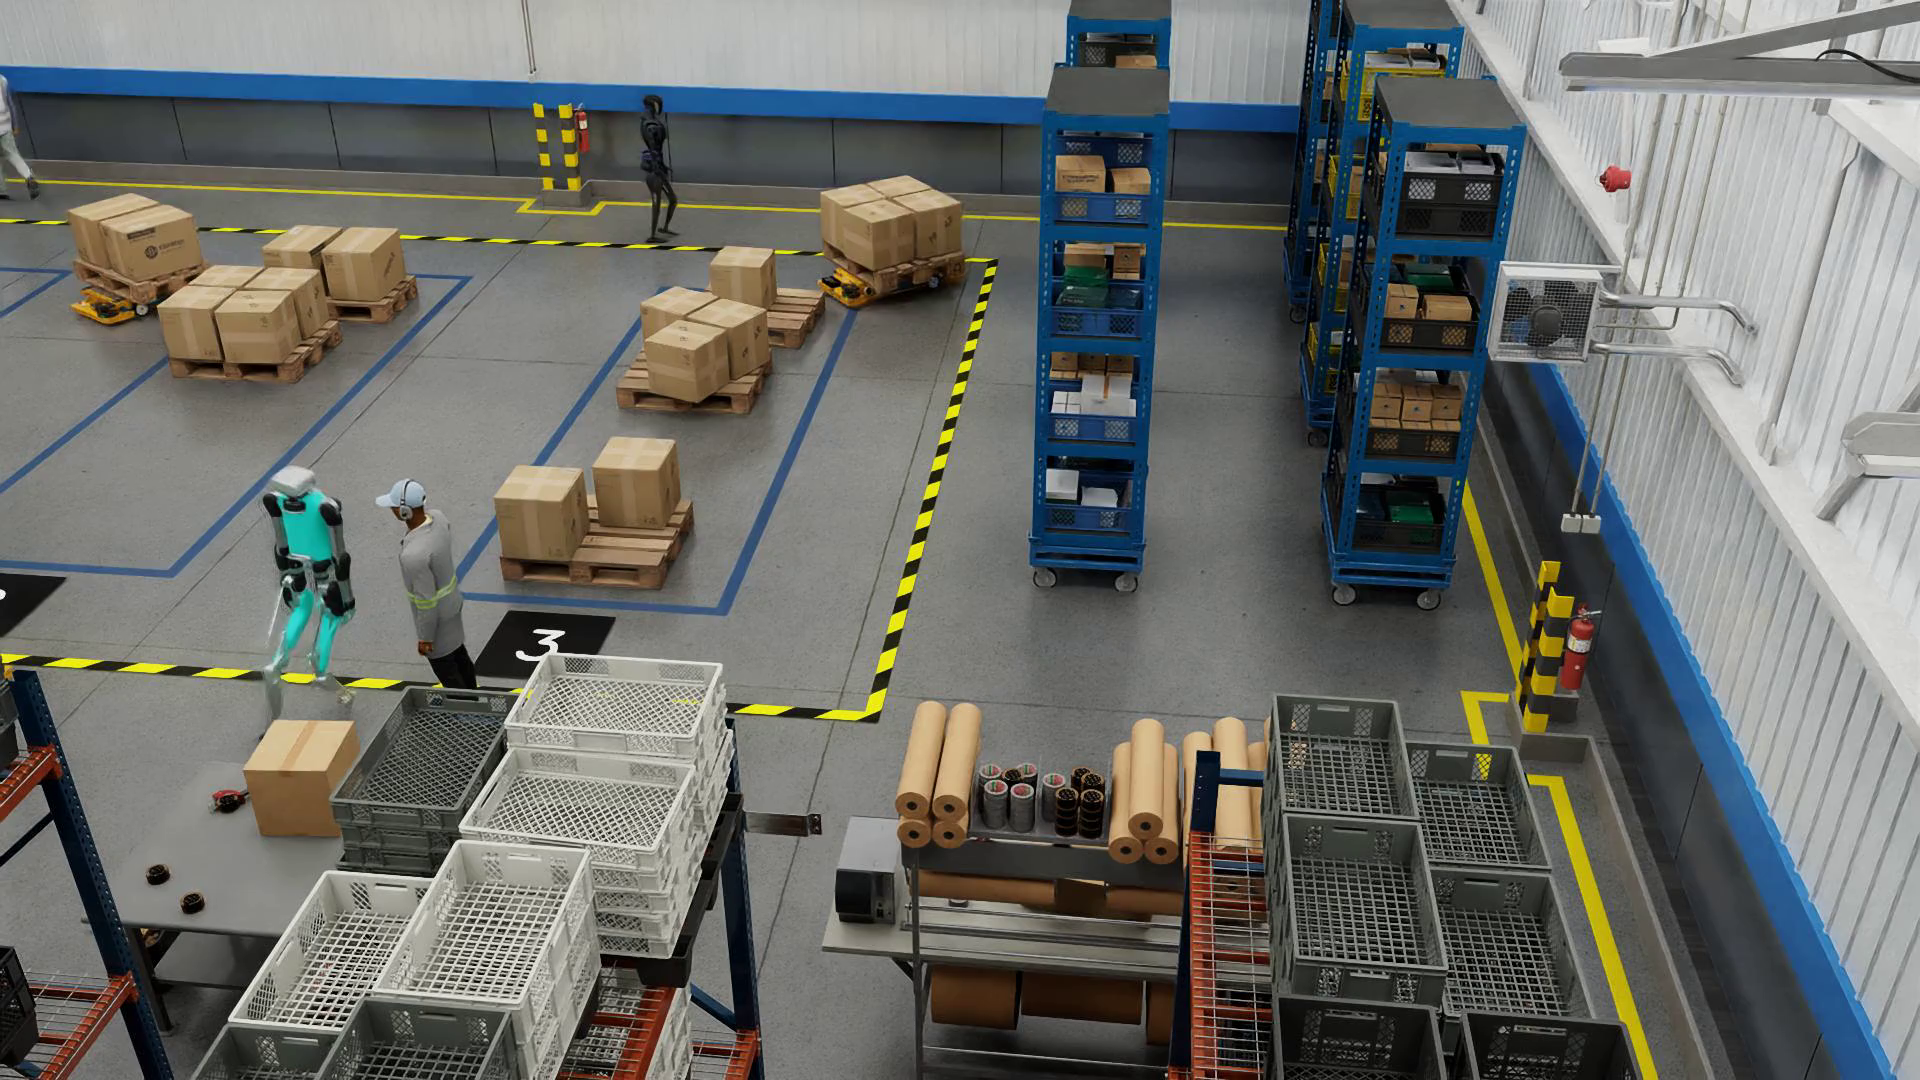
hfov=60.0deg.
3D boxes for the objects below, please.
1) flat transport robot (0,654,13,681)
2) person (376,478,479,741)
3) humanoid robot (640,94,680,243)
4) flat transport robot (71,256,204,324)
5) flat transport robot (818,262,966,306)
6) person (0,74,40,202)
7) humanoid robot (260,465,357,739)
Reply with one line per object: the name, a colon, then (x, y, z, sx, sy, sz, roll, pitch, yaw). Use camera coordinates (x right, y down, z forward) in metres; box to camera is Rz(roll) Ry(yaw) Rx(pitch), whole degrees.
flat transport robot: (-7.142, 0.969, 11.010, 1.431, 0.231, 0.659, 3, 30, 6)
person: (-3.291, 0.446, 10.333, 0.398, 1.851, 0.593, -1, 30, -1)
humanoid robot: (-3.342, -4.075, 18.274, 0.376, 1.643, 0.610, -2, 30, -3)
flat transport robot: (-8.293, -2.590, 17.094, 0.652, 0.197, 1.431, 21, 36, 31)
flat transport robot: (-0.710, -2.779, 17.420, 1.431, 0.197, 0.652, -18, 35, -28)
person: (-11.258, -4.814, 19.399, 0.659, 1.816, 0.601, 18, 35, 28)
humanoid robot: (-4.194, 0.493, 10.389, 0.544, 1.764, 0.955, 9, 31, 15)
